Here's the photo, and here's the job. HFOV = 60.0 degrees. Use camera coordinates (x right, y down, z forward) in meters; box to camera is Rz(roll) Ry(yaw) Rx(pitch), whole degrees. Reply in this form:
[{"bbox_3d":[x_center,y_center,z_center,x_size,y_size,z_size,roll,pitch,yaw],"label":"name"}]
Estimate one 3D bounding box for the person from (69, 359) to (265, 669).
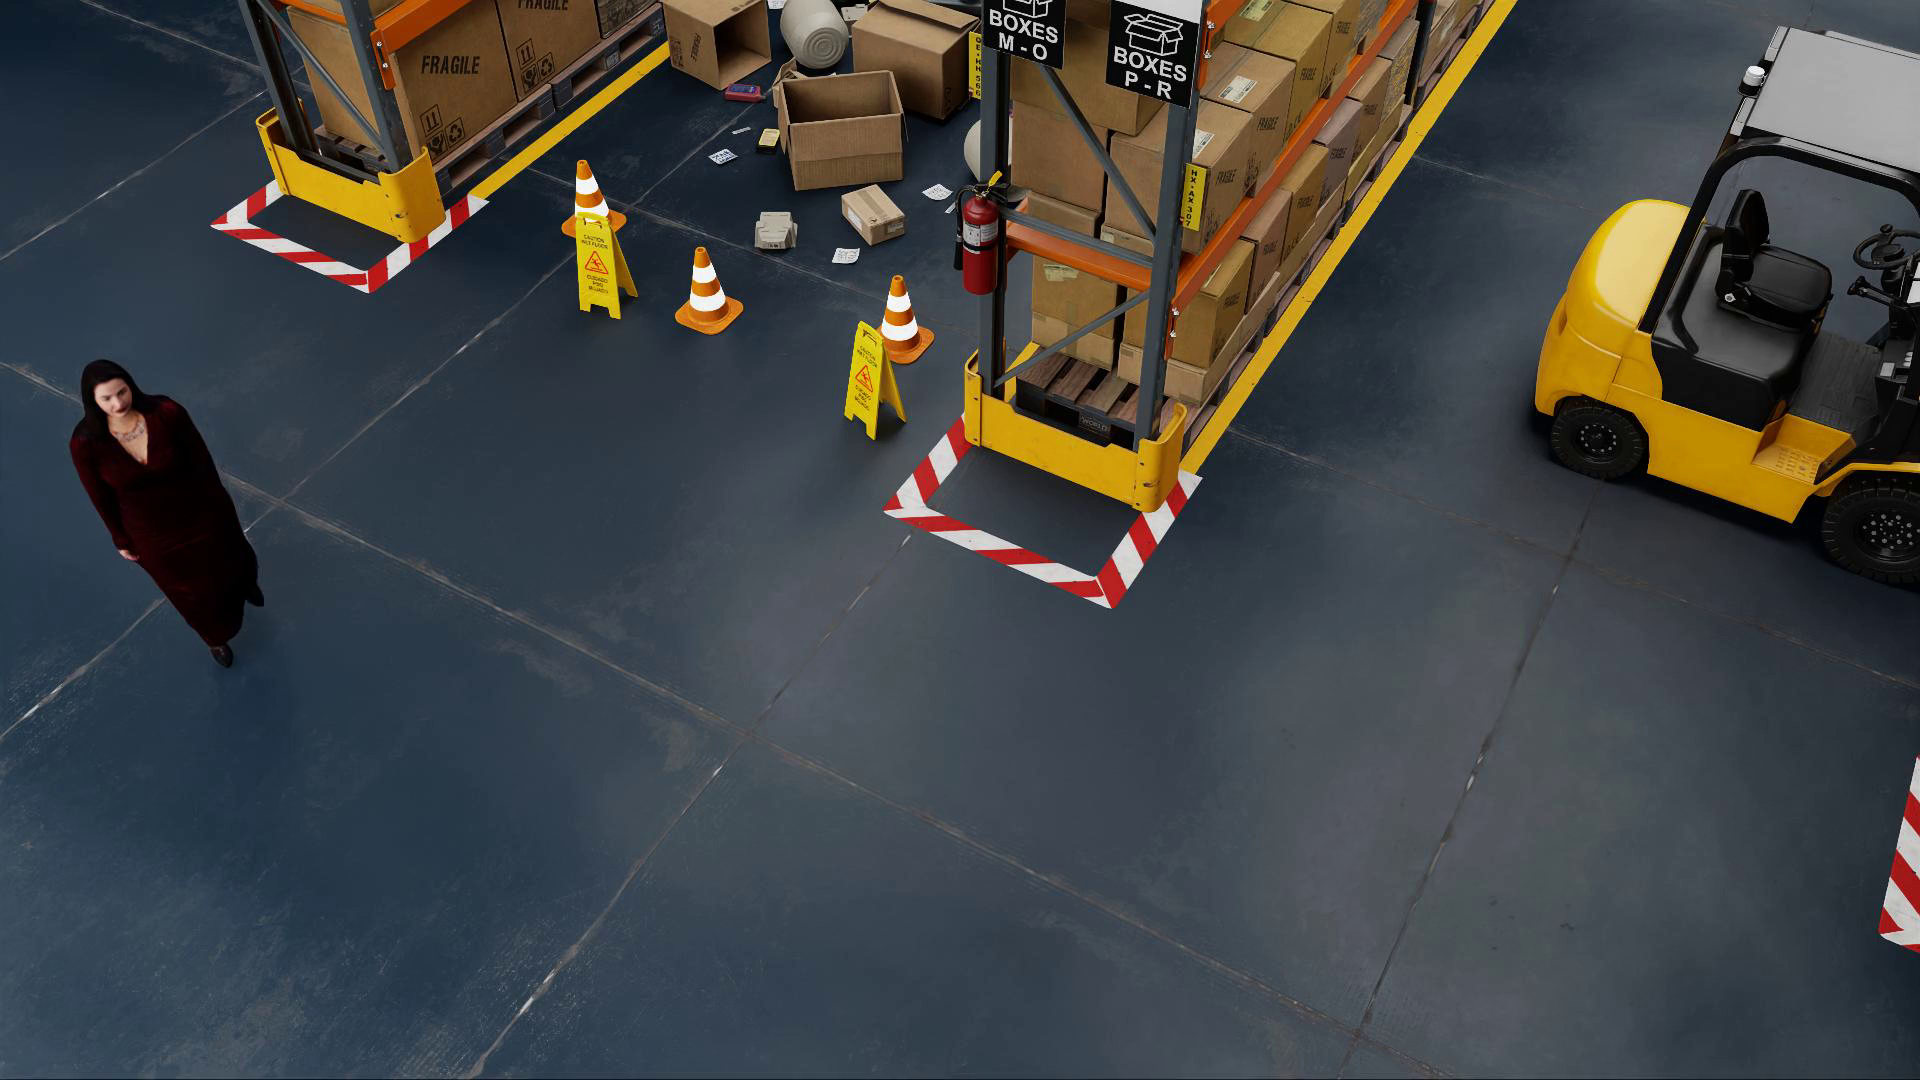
[{"bbox_3d":[-3.591,-0.155,7.520,0.764,1.753,0.861,-23,51,-20],"label":"person"}]
